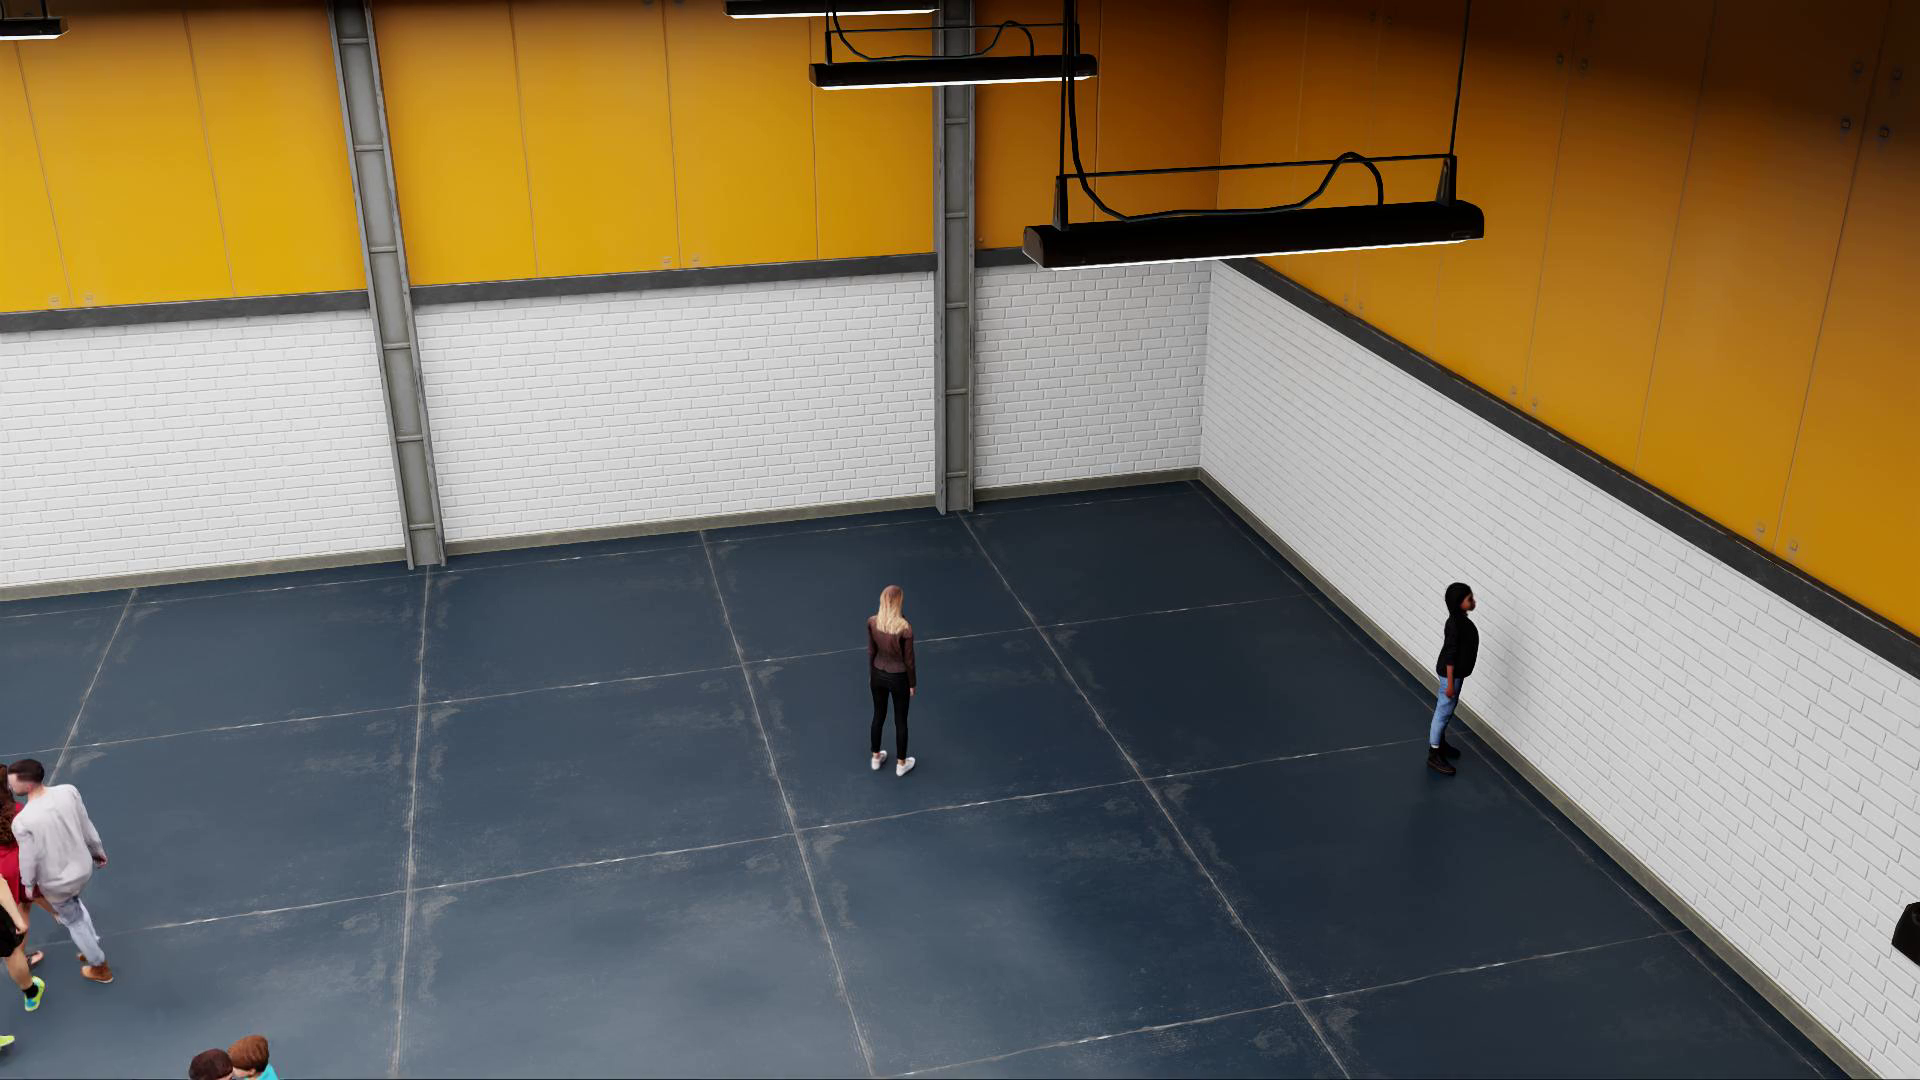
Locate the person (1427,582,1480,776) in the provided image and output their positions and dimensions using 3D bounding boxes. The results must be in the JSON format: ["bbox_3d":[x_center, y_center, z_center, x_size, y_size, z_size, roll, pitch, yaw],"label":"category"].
[{"bbox_3d":[4.171,1.143,14.124,0.703,1.702,0.656,10,26,22],"label":"person"}]

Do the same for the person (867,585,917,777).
[{"bbox_3d":[-0.590,1.180,14.043,0.662,1.699,0.733,11,26,24],"label":"person"}]

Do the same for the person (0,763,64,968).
[{"bbox_3d":[-6.647,2.340,11.652,1.028,1.489,0.906,5,24,12],"label":"person"}]

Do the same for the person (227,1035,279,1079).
[{"bbox_3d":[-3.788,3.362,9.375,0.667,1.440,0.581,-9,25,-21],"label":"person"}]

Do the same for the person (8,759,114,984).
[{"bbox_3d":[-6.064,2.294,11.357,0.863,1.811,0.828,11,26,23],"label":"person"}]

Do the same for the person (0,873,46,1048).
[{"bbox_3d":[-6.466,2.512,10.812,1.070,1.847,0.927,-1,24,-2],"label":"person"}]
